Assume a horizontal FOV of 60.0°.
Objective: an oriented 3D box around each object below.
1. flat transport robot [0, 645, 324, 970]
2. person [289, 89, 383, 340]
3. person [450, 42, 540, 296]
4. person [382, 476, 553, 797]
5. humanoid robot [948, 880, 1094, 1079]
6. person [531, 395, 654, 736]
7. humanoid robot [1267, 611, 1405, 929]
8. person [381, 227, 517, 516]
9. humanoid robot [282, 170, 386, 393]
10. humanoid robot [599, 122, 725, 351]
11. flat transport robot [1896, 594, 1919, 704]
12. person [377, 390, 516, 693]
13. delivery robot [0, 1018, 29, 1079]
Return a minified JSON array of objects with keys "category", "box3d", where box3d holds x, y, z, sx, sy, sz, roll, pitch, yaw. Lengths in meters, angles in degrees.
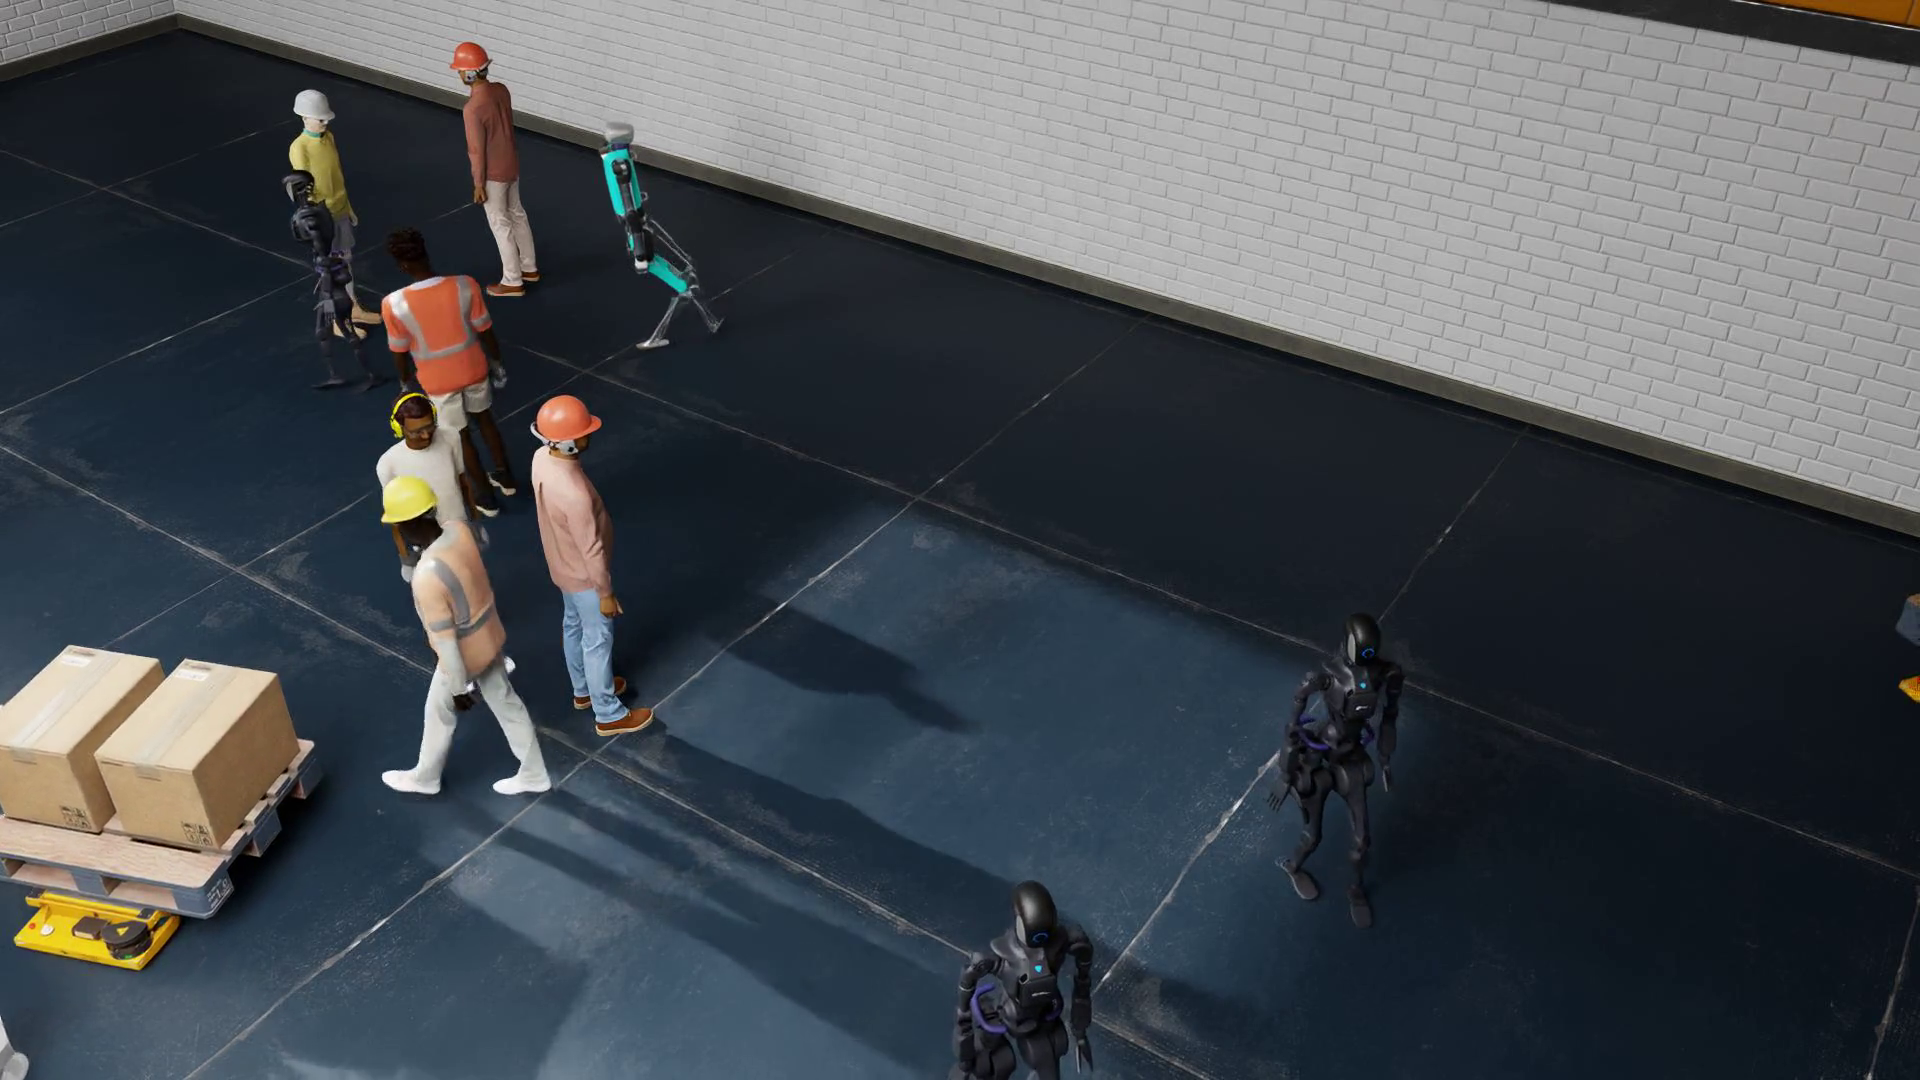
[{"category":"flat transport robot","box3d":[-3.891,1.468,8.166,0.659,0.231,1.431,7,36,11]},{"category":"person","box3d":[-4.657,-2.406,12.295,0.397,1.885,0.474,8,36,11]},{"category":"person","box3d":[-3.609,-2.860,12.859,0.406,1.986,0.614,7,36,10]},{"category":"person","box3d":[-2.534,0.512,8.132,0.925,1.867,0.616,6,35,8]},{"category":"humanoid robot","box3d":[0.222,1.891,6.326,0.588,1.645,0.345,-12,37,-17]},{"category":"person","box3d":[-1.932,0.138,8.563,0.378,1.994,0.610,-21,40,-27]},{"category":"humanoid robot","box3d":[1.718,1.062,7.517,0.609,1.638,0.536,-9,36,-13]},{"category":"person","box3d":[-3.154,-1.030,10.284,0.646,1.934,0.496,-22,41,-29]},{"category":"humanoid robot","box3d":[-4.427,-1.776,11.584,0.520,1.638,0.611,-14,37,-19]},{"category":"humanoid robot","box3d":[-2.115,-2.182,12.161,0.854,1.854,0.555,-11,36,-15]},{"category":"flat transport robot","box3d":[5.979,0.802,9.117,1.431,0.231,0.659,-11,37,-16]},{"category":"person","box3d":[-2.752,0.010,8.871,0.345,1.856,0.521,26,43,32]},{"category":"delivery robot","box3d":[-4.230,2.268,6.774,0.499,0.595,0.791,7,36,10]}]
